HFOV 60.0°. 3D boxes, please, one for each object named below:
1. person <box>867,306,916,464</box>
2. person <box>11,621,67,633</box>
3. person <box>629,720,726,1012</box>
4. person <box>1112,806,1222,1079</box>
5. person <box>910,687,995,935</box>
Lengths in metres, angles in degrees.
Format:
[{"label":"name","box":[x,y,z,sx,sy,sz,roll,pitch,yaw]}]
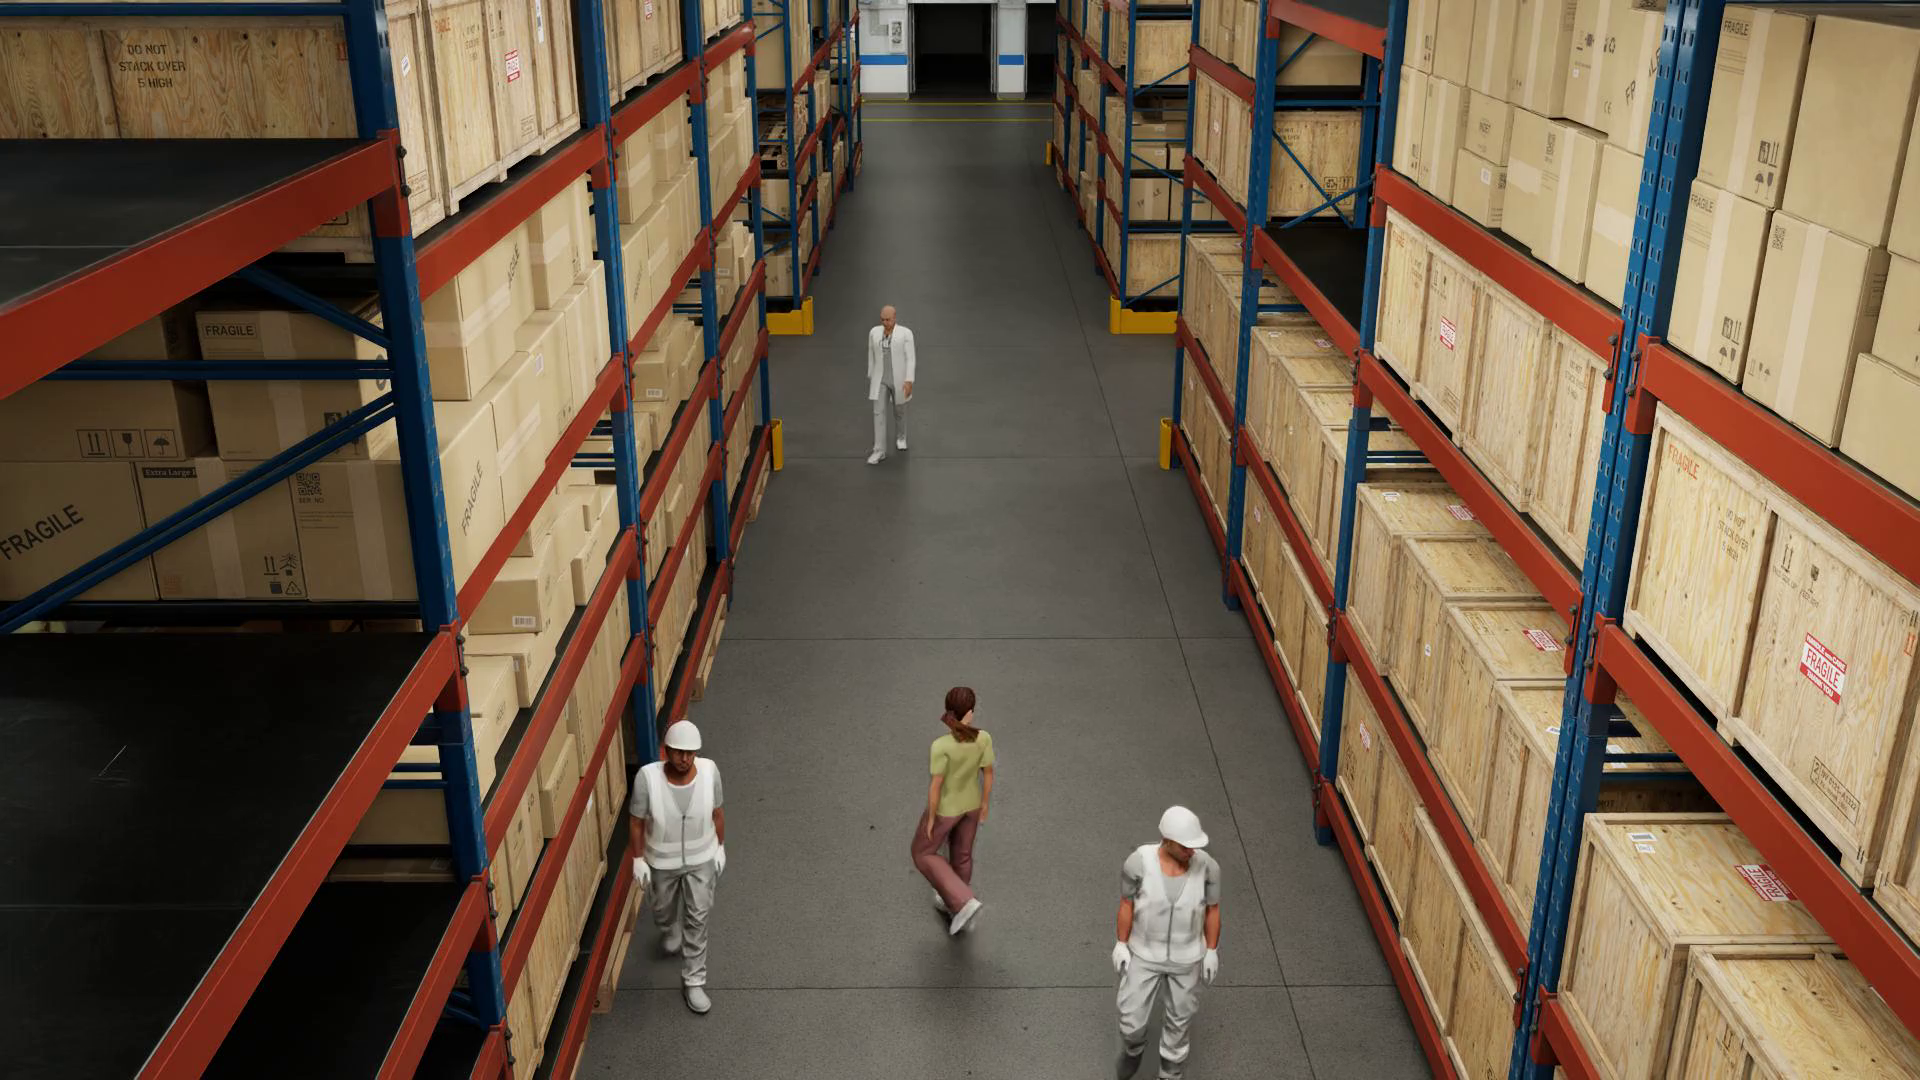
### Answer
[{"label":"person","box":[-0.799,-1.823,19.140,0.588,1.766,1.006,3,22,7]},{"label":"person","box":[-6.685,0.988,12.156,0.433,1.648,0.919,0,22,-1]},{"label":"person","box":[-1.666,1.839,9.837,0.560,1.771,0.839,-6,22,-14]},{"label":"person","box":[1.095,2.218,8.826,0.565,1.786,0.481,1,22,3]},{"label":"person","box":[-0.031,1.683,10.333,0.472,1.678,0.589,-14,25,-31]}]
